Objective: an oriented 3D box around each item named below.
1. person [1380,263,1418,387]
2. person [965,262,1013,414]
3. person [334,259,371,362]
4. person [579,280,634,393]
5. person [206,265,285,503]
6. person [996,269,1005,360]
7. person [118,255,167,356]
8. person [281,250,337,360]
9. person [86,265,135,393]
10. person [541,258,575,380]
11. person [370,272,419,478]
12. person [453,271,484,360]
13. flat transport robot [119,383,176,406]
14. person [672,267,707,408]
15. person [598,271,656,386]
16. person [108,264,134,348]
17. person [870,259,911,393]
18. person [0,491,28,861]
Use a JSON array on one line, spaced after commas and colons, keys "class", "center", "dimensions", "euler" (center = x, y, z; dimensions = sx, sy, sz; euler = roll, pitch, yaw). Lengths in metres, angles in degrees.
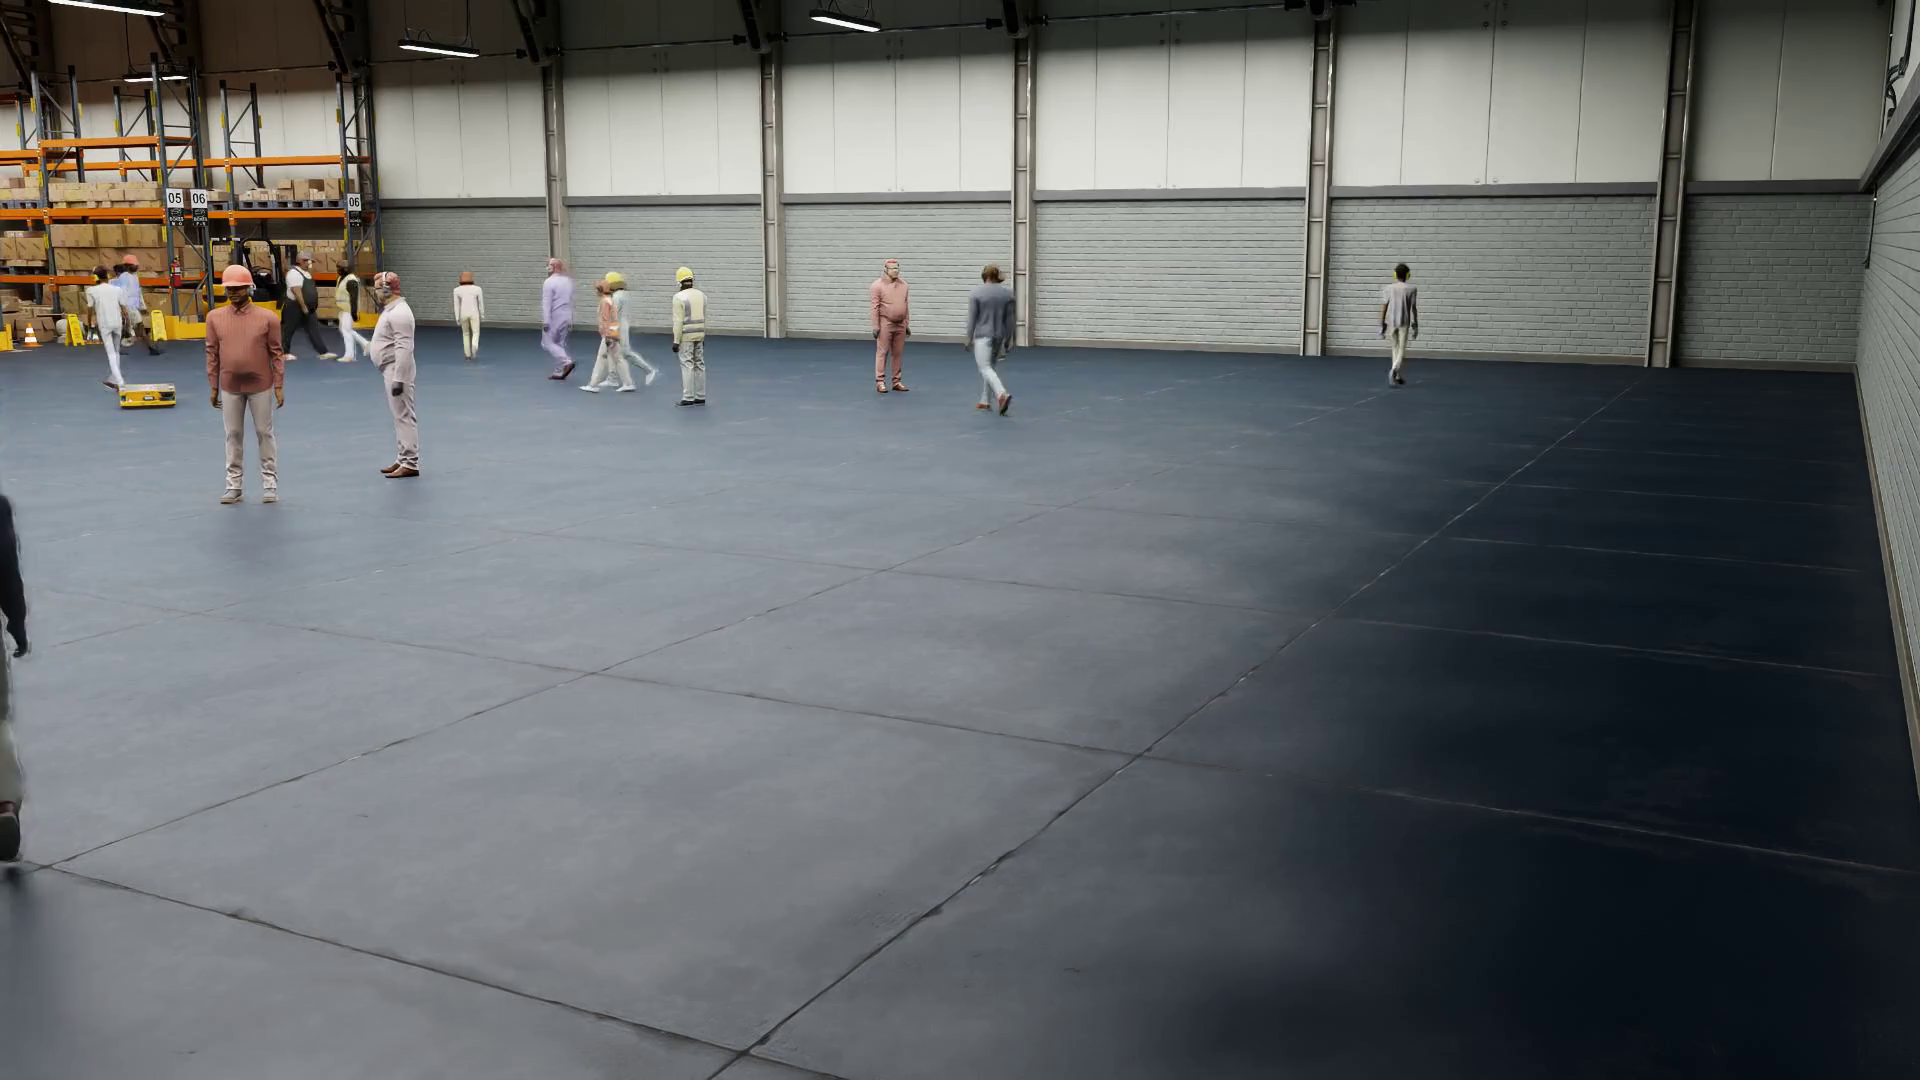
[{"class": "person", "center": [6.534, -3.206, 24.777], "dimensions": [0.528, 1.839, 0.844], "euler": [7, 12, 32]}, {"class": "person", "center": [0.420, -2.544, 20.972], "dimensions": [0.630, 1.914, 0.876], "euler": [-7, 12, -34]}, {"class": "person", "center": [-10.801, -4.070, 29.542], "dimensions": [0.570, 1.822, 0.632], "euler": [-7, 12, -33]}, {"class": "person", "center": [-5.052, -2.894, 23.715], "dimensions": [0.783, 1.593, 0.584], "euler": [-1, 10, -4]}, {"class": "person", "center": [-5.985, -1.298, 13.946], "dimensions": [0.613, 1.995, 0.390], "euler": [-1, 10, -8]}, {"class": "person", "center": [0.670, -4.050, 29.936], "dimensions": [0.275, 1.632, 0.507], "euler": [4, 11, 20]}, {"class": "person", "center": [-15.415, -4.368, 31.007], "dimensions": [1.014, 1.883, 0.567], "euler": [-1, 10, -5]}, {"class": "person", "center": [-11.790, -4.227, 29.791], "dimensions": [1.019, 2.000, 0.697], "euler": [1, 10, 8]}, {"class": "person", "center": [-12.145, -3.006, 23.785], "dimensions": [0.567, 1.816, 1.004], "euler": [-10, 15, -44]}, {"class": "person", "center": [-6.214, -3.405, 25.726], "dimensions": [0.494, 1.889, 0.663], "euler": [4, 11, 19]}, {"class": "person", "center": [-5.265, -1.531, 15.479], "dimensions": [0.404, 1.903, 0.636], "euler": [-4, 11, -22]}, {"class": "person", "center": [-8.767, -3.996, 29.687], "dimensions": [0.509, 1.613, 0.600], "euler": [-2, 11, -11]}, {"class": "flat transport robot", "center": [-10.828, -1.938, 22.140], "dimensions": [0.652, 0.197, 1.431], "euler": [-5, 12, -26]}, {"class": "person", "center": [-3.552, -2.642, 21.734], "dimensions": [0.404, 1.828, 0.591], "euler": [7, 12, 32]}, {"class": "person", "center": [-4.983, -3.138, 24.744], "dimensions": [0.788, 1.710, 0.497], "euler": [-3, 11, -14]}, {"class": "person", "center": [-16.731, -4.646, 33.120], "dimensions": [0.541, 1.657, 0.860], "euler": [1, 10, 6]}, {"class": "person", "center": [-0.973, -3.071, 23.859], "dimensions": [0.651, 1.906, 0.403], "euler": [-8, 13, -37]}, {"class": "person", "center": [-3.625, 0.356, 5.989], "dimensions": [0.503, 1.612, 0.744], "euler": [-8, 13, -37]}]
